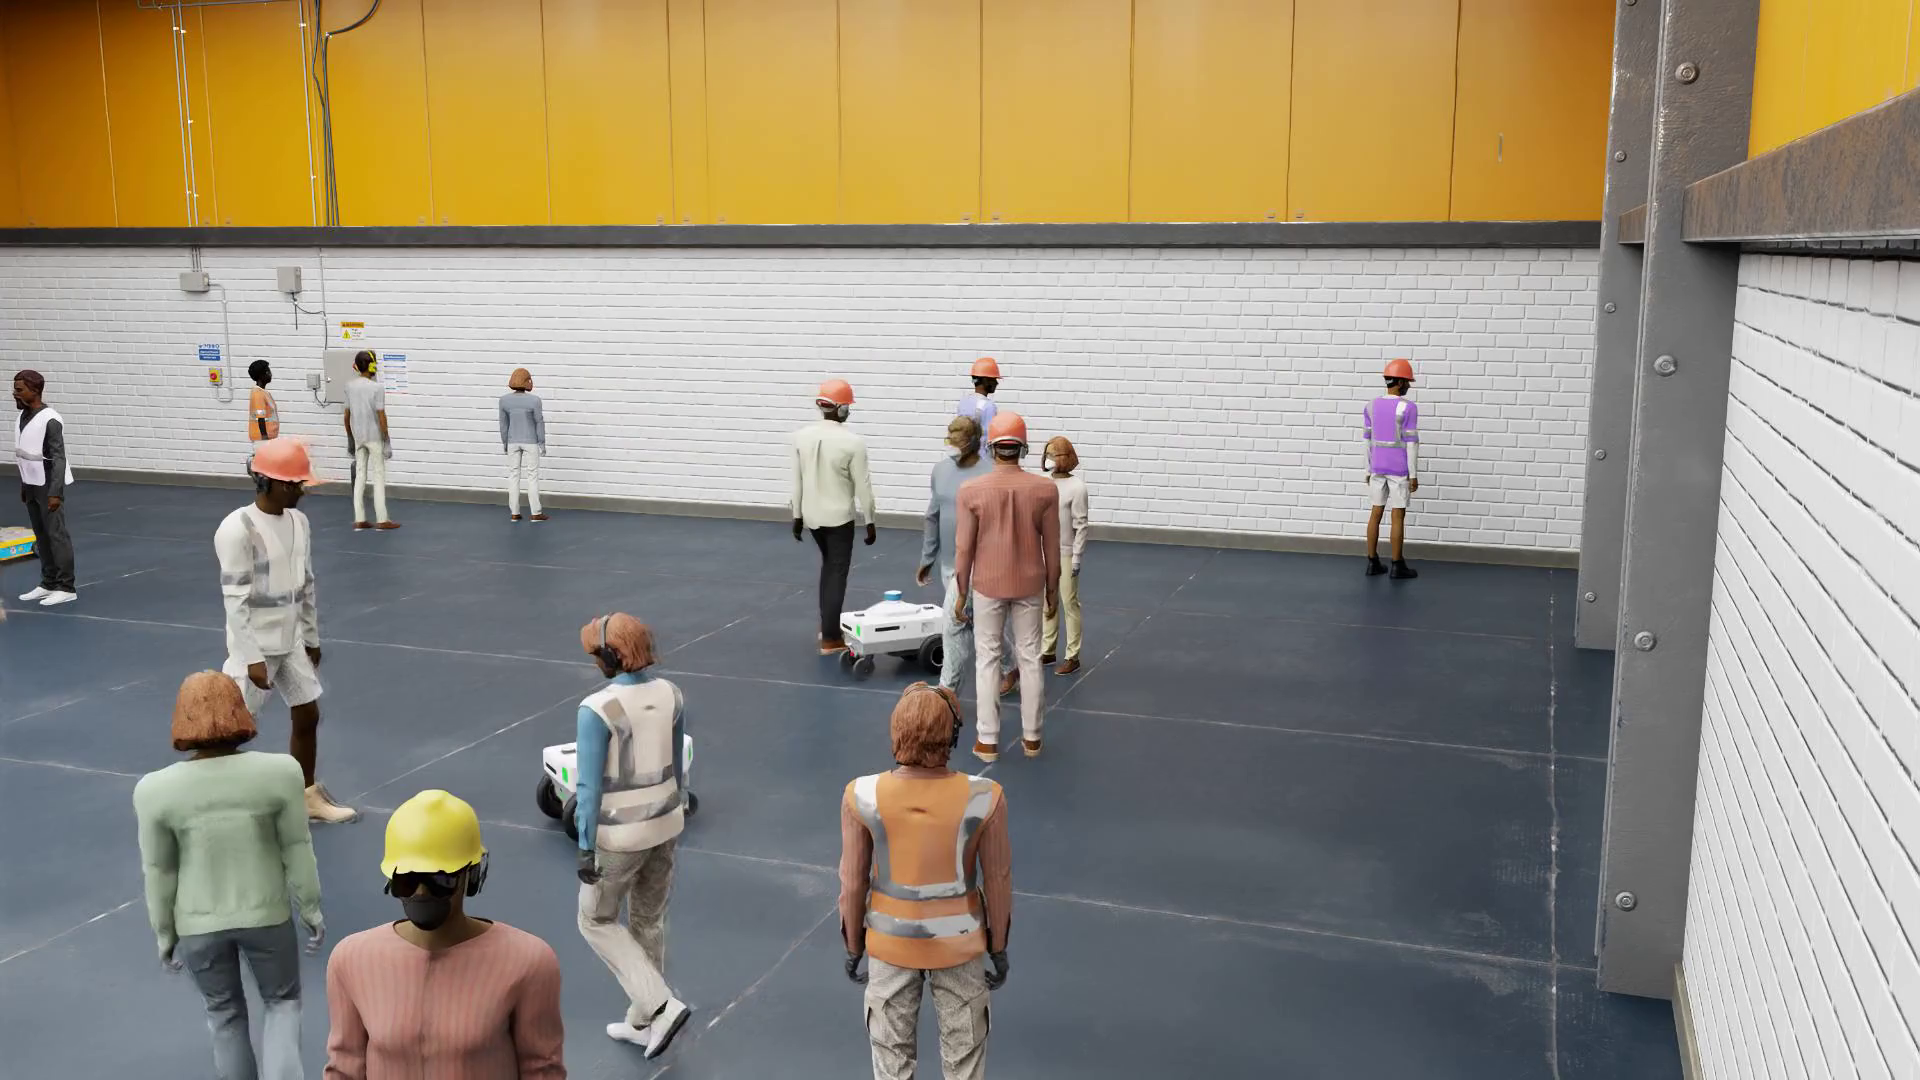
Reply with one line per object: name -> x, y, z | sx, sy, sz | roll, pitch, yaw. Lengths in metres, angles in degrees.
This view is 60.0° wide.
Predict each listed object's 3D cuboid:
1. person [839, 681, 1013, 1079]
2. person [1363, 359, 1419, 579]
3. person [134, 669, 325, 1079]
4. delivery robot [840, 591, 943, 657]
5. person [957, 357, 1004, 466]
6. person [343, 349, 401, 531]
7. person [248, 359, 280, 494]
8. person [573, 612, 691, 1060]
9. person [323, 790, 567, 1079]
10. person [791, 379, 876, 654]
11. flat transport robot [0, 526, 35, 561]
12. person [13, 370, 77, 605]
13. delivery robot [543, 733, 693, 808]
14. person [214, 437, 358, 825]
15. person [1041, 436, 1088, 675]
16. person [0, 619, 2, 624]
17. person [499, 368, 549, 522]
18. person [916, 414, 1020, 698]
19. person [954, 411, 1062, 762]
person -> -0.102, 1.236, 4.986 | 0.517, 1.639, 0.313 | 0, 10, 2
person -> 3.807, -0.623, 14.638 | 0.375, 1.931, 0.542 | -8, 13, -39
person -> -2.259, 1.210, 5.183 | 0.518, 1.612, 0.458 | -4, 11, -21
delivery robot -> -0.453, 0.592, 11.406 | 0.707, 0.478, 0.477 | -5, 11, -25
person -> 0.201, -0.656, 14.811 | 0.375, 1.933, 0.550 | -6, 12, -31
person -> -6.062, -1.020, 17.062 | 0.532, 1.868, 0.322 | 3, 11, 19
person -> -7.508, -1.098, 17.962 | 0.318, 1.700, 0.536 | -4, 11, -20
person -> -1.151, 1.066, 5.974 | 0.474, 1.618, 0.548 | 6, 12, 31
person -> -1.129, 1.404, 3.680 | 0.525, 1.772, 0.309 | -1, 10, -3
person -> -0.866, -0.178, 12.003 | 0.647, 1.970, 0.604 | 6, 12, 32
flat transport robot -> -9.001, 0.083, 15.333 | 0.652, 0.197, 1.431 | 2, 10, 12
person -> -7.497, -0.435, 13.610 | 0.587, 1.920, 0.390 | 8, 13, 37
delivery robot -> -1.718, 1.122, 8.398 | 0.707, 0.478, 0.477 | -7, 13, -30
person -> -3.404, 0.511, 8.076 | 0.608, 2.004, 0.846 | 3, 10, 15
person -> 0.666, 0.100, 11.394 | 0.286, 1.636, 0.500 | -9, 13, -40
person -> -7.658, -0.259, 12.408 | 0.612, 2.001, 0.890 | 4, 11, 22
person -> -4.619, -1.003, 17.613 | 0.504, 1.633, 0.279 | 2, 10, 10
person -> 0.103, 0.146, 10.424 | 1.007, 1.905, 0.624 | -8, 13, -37
person -> 0.274, 0.268, 9.462 | 0.624, 1.993, 0.448 | -1, 10, -8
